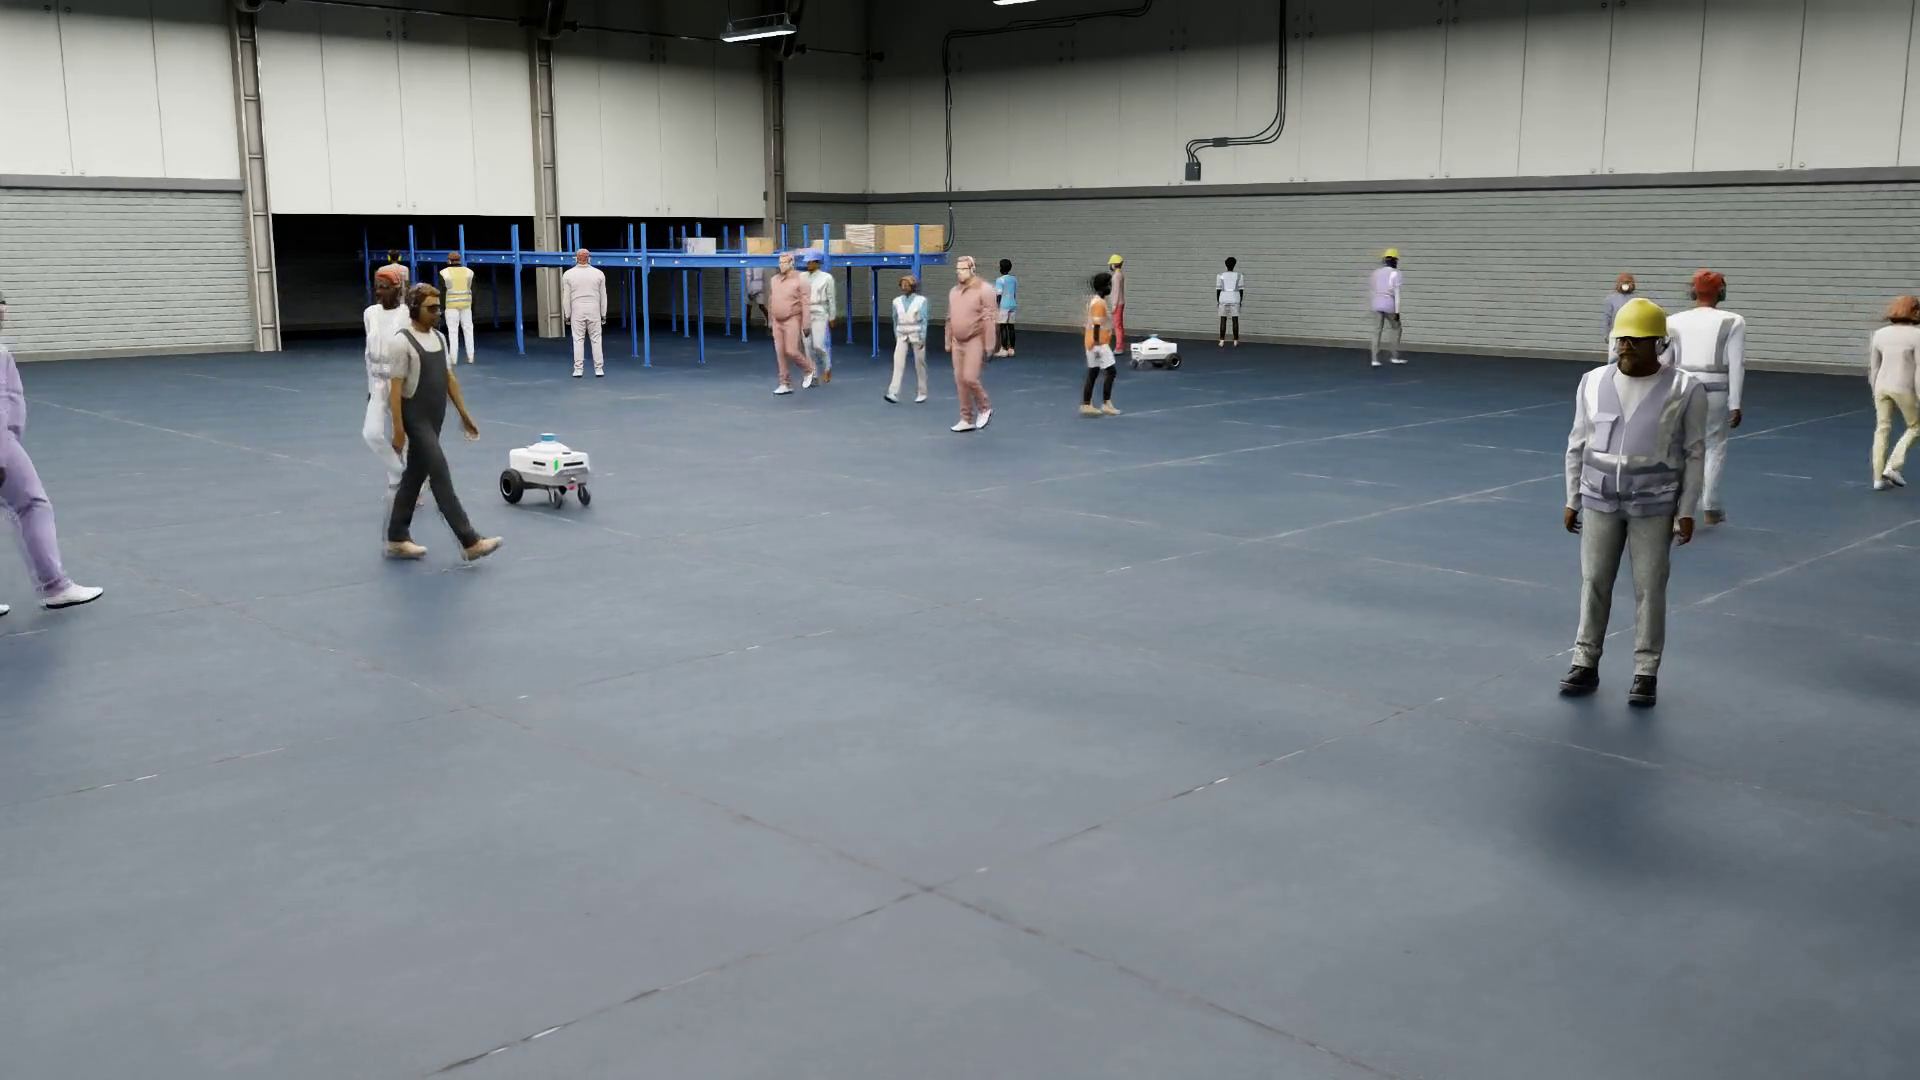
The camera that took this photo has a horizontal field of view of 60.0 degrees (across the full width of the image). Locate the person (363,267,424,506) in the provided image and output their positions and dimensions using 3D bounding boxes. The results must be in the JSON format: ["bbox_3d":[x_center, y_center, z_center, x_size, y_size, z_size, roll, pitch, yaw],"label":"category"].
[{"bbox_3d":[-4.386,-1.177,12.918,0.605,1.863,0.442,5,11,23],"label":"person"}]

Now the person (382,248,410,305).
[{"bbox_3d":[-10.718,-4.592,31.559,0.551,1.861,0.498,-7,13,-34],"label":"person"}]

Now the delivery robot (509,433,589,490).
[{"bbox_3d":[-3.270,-0.606,13.237,0.707,0.478,0.477,10,14,43],"label":"delivery robot"}]

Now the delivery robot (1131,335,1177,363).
[{"bbox_3d":[3.078,-3.017,26.387,0.707,0.478,0.477,-5,11,-26],"label":"delivery robot"}]

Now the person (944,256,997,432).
[{"bbox_3d":[0.076,-2.105,17.913,0.667,1.888,0.437,10,14,43],"label":"person"}]

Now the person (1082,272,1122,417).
[{"bbox_3d":[1.701,-2.270,19.375,0.612,1.673,0.558,1,10,3],"label":"person"}]

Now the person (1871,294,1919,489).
[{"bbox_3d":[7.815,-1.224,13.830,0.352,1.617,0.530,-5,12,-25],"label":"person"}]

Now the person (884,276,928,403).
[{"bbox_3d":[-0.644,-2.506,20.910,0.520,1.595,0.865,4,11,21],"label":"person"}]

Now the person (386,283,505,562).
[{"bbox_3d":[-3.396,-0.754,10.795,0.941,1.794,0.535,2,11,12],"label":"person"}]

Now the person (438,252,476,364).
[{"bbox_3d":[-8.329,-3.846,27.561,0.623,1.839,0.429,-7,13,-34],"label":"person"}]

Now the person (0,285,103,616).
[{"bbox_3d":[-5.307,-0.514,9.291,0.648,1.878,0.846,7,12,32],"label":"person"}]

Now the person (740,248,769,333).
[{"bbox_3d":[-4.451,-5.481,36.269,0.567,1.913,0.853,-10,14,-42],"label":"person"}]

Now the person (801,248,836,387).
[{"bbox_3d":[-2.069,-3.117,23.315,0.618,1.931,0.431,5,11,25],"label":"person"}]

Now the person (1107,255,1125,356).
[{"bbox_3d":[2.752,-4.151,29.419,0.321,1.766,0.535,3,11,15],"label":"person"}]

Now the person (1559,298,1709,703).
[{"bbox_3d":[3.046,-0.179,7.571,0.596,1.831,0.403,8,13,37],"label":"person"}]

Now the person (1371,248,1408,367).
[{"bbox_3d":[6.939,-3.737,26.800,0.826,1.883,0.590,-9,14,-41],"label":"person"}]

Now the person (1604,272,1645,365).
[{"bbox_3d":[8.872,-2.762,22.233,0.515,1.618,0.359,5,11,24],"label":"person"}]

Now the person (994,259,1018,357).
[{"bbox_3d":[0.794,-4.053,29.070,0.319,1.696,0.532,8,13,37],"label":"person"}]

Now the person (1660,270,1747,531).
[{"bbox_3d":[5.387,-1.014,12.047,0.613,1.856,0.803,8,13,38],"label":"person"}]

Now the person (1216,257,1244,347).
[{"bbox_3d":[5.137,-4.532,31.679,0.536,1.697,0.318,1,10,7],"label":"person"}]

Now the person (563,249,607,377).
[{"bbox_3d":[-5.610,-3.397,24.916,0.651,1.907,0.409,-3,11,-18],"label":"person"}]

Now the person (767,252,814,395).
[{"bbox_3d":[-2.285,-2.911,22.313,0.648,1.891,0.514,8,13,36],"label":"person"}]
